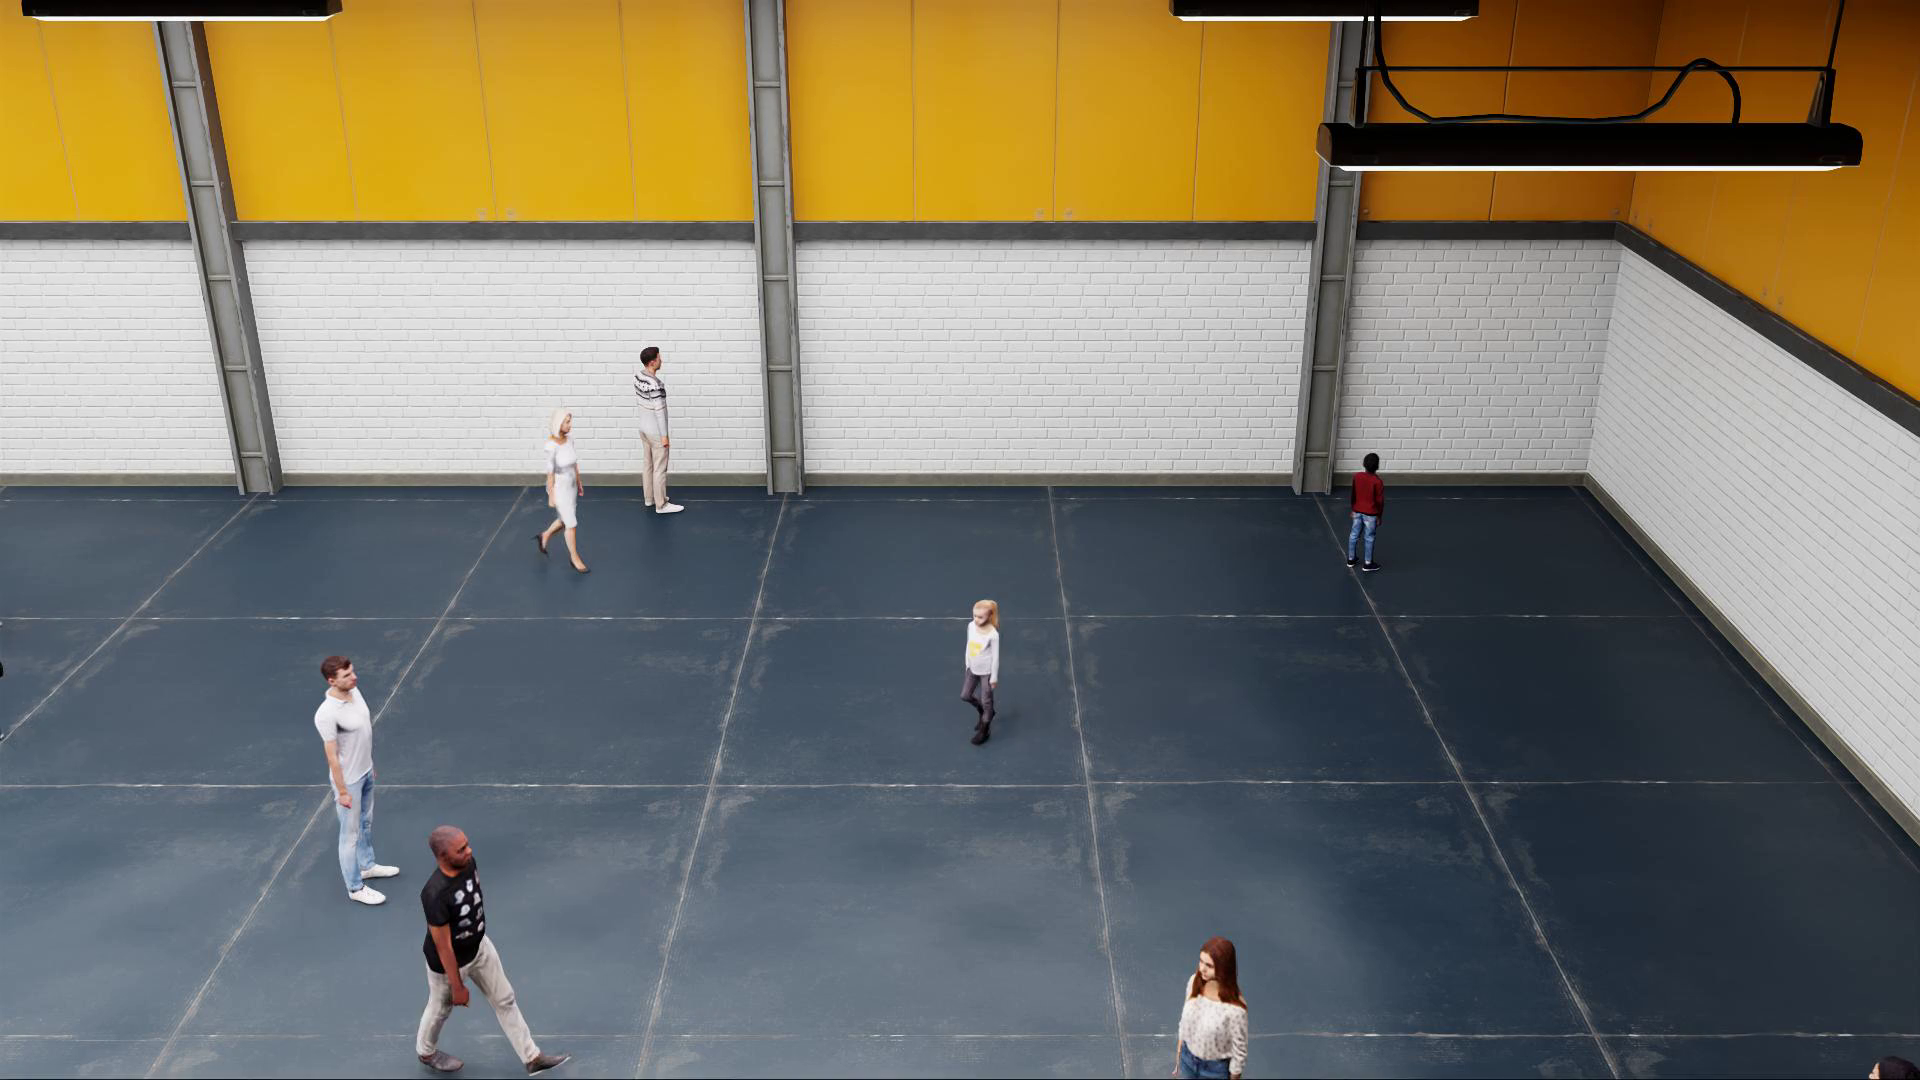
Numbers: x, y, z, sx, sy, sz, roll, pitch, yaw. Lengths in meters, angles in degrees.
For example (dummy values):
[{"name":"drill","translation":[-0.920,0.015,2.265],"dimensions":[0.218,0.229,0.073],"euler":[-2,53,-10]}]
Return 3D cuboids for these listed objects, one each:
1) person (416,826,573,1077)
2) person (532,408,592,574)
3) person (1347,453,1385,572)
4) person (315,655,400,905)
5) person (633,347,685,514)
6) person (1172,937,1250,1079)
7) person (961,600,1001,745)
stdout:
[{"name":"person","translation":[-3.039,2.477,9.845],"dimensions":[1.297,1.747,0.908],"euler":[6,24,14]},{"name":"person","translation":[-4.046,-0.505,16.692],"dimensions":[1.014,1.727,0.798],"euler":[8,25,18]},{"name":"person","translation":[4.106,-0.300,16.813],"dimensions":[0.589,1.254,0.651],"euler":[21,31,40]},{"name":"person","translation":[-4.259,1.641,11.628],"dimensions":[0.554,1.850,0.657],"euler":[2,24,4]},{"name":"person","translation":[-3.343,-1.213,18.144],"dimensions":[0.780,1.861,0.769],"euler":[-16,28,-32]},{"name":"person","translation":[1.352,2.861,8.988],"dimensions":[0.686,1.728,0.652],"euler":[-17,29,-34]},{"name":"person","translation":[0.223,1.052,13.697],"dimensions":[0.639,1.273,0.698],"euler":[20,31,38]}]
